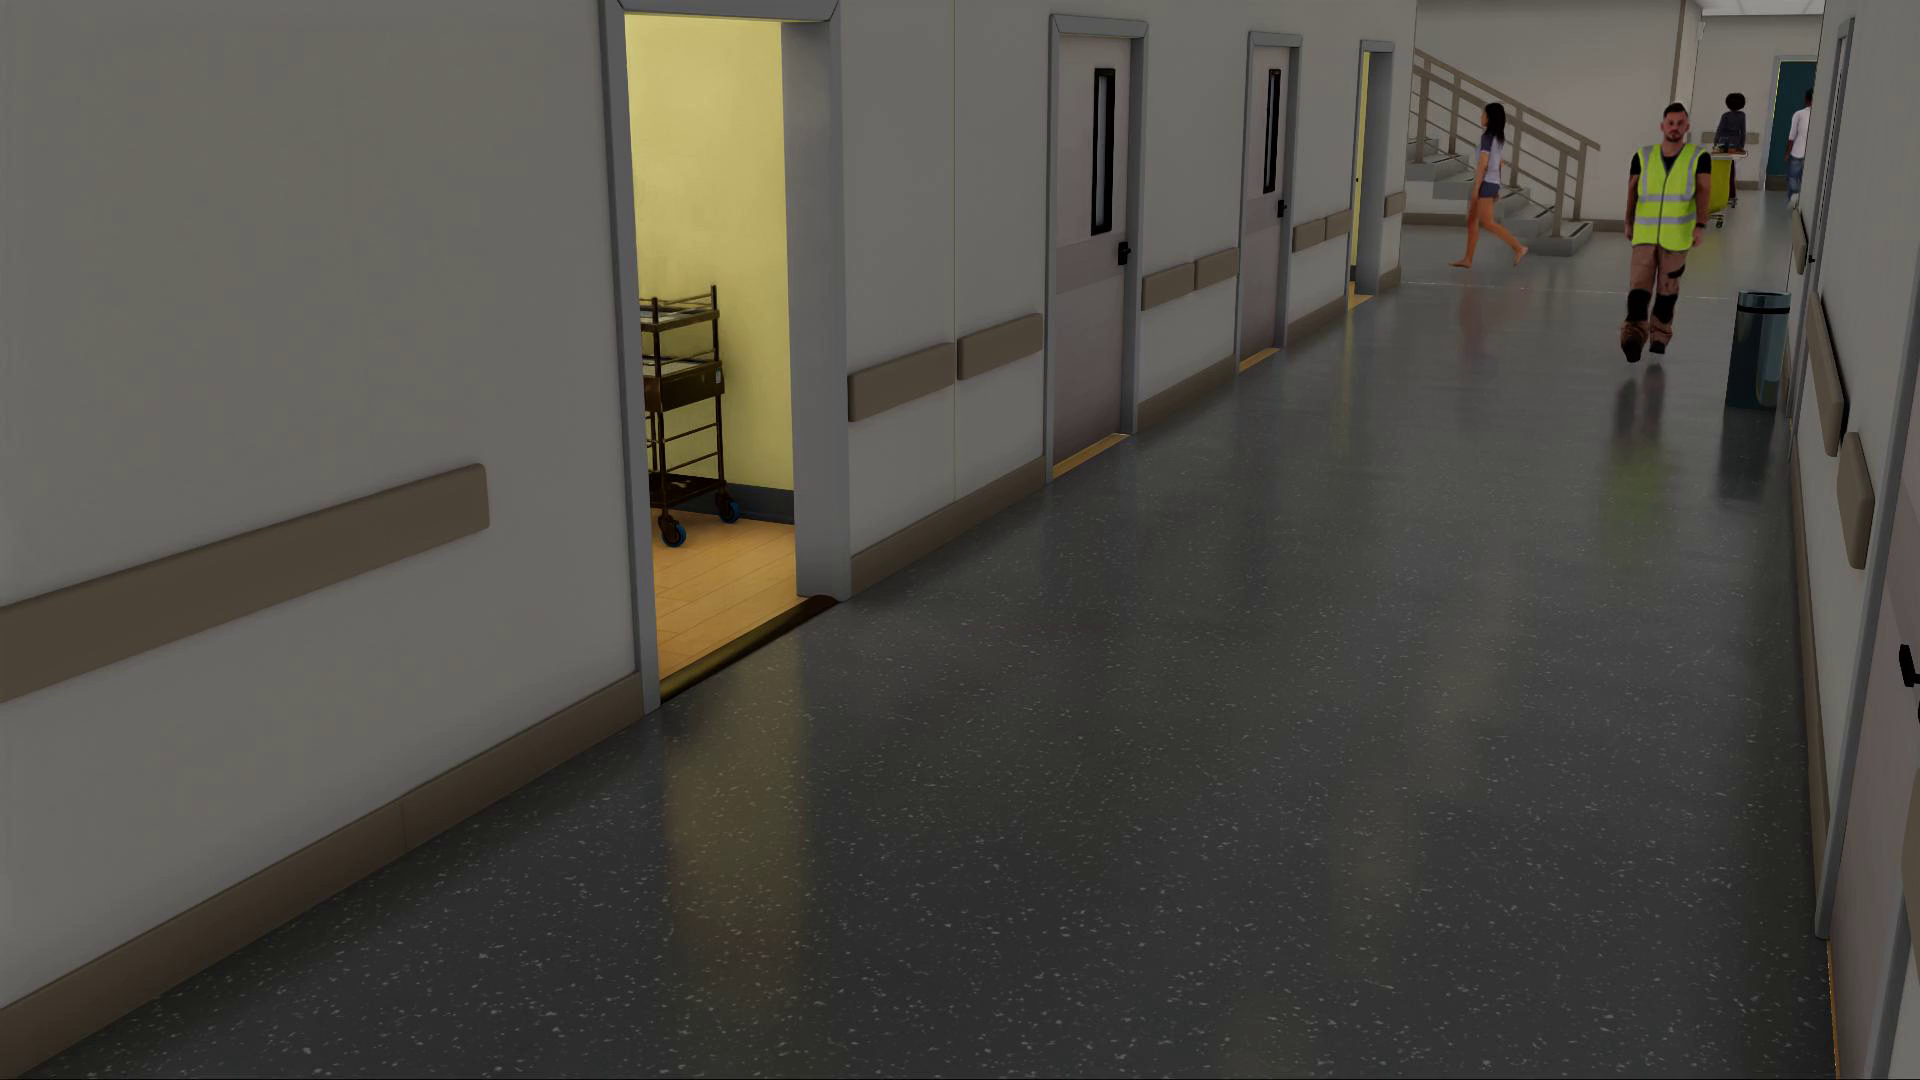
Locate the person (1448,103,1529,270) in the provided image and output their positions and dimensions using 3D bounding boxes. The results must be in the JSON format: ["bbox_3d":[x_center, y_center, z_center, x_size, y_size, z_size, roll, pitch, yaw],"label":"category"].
[{"bbox_3d":[5.567,-3.653,17.333,1.065,1.710,0.657,9,18,30],"label":"person"}]

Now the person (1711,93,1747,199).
[{"bbox_3d":[12.497,-6.325,26.892,1.105,1.664,1.028,-2,16,-5],"label":"person"}]

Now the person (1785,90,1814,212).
[{"bbox_3d":[12.285,-5.613,24.156,0.854,1.779,0.750,5,17,18],"label":"person"}]

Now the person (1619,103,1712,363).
[{"bbox_3d":[5.025,-2.154,11.876,1.098,1.785,0.775,7,17,22],"label":"person"}]
